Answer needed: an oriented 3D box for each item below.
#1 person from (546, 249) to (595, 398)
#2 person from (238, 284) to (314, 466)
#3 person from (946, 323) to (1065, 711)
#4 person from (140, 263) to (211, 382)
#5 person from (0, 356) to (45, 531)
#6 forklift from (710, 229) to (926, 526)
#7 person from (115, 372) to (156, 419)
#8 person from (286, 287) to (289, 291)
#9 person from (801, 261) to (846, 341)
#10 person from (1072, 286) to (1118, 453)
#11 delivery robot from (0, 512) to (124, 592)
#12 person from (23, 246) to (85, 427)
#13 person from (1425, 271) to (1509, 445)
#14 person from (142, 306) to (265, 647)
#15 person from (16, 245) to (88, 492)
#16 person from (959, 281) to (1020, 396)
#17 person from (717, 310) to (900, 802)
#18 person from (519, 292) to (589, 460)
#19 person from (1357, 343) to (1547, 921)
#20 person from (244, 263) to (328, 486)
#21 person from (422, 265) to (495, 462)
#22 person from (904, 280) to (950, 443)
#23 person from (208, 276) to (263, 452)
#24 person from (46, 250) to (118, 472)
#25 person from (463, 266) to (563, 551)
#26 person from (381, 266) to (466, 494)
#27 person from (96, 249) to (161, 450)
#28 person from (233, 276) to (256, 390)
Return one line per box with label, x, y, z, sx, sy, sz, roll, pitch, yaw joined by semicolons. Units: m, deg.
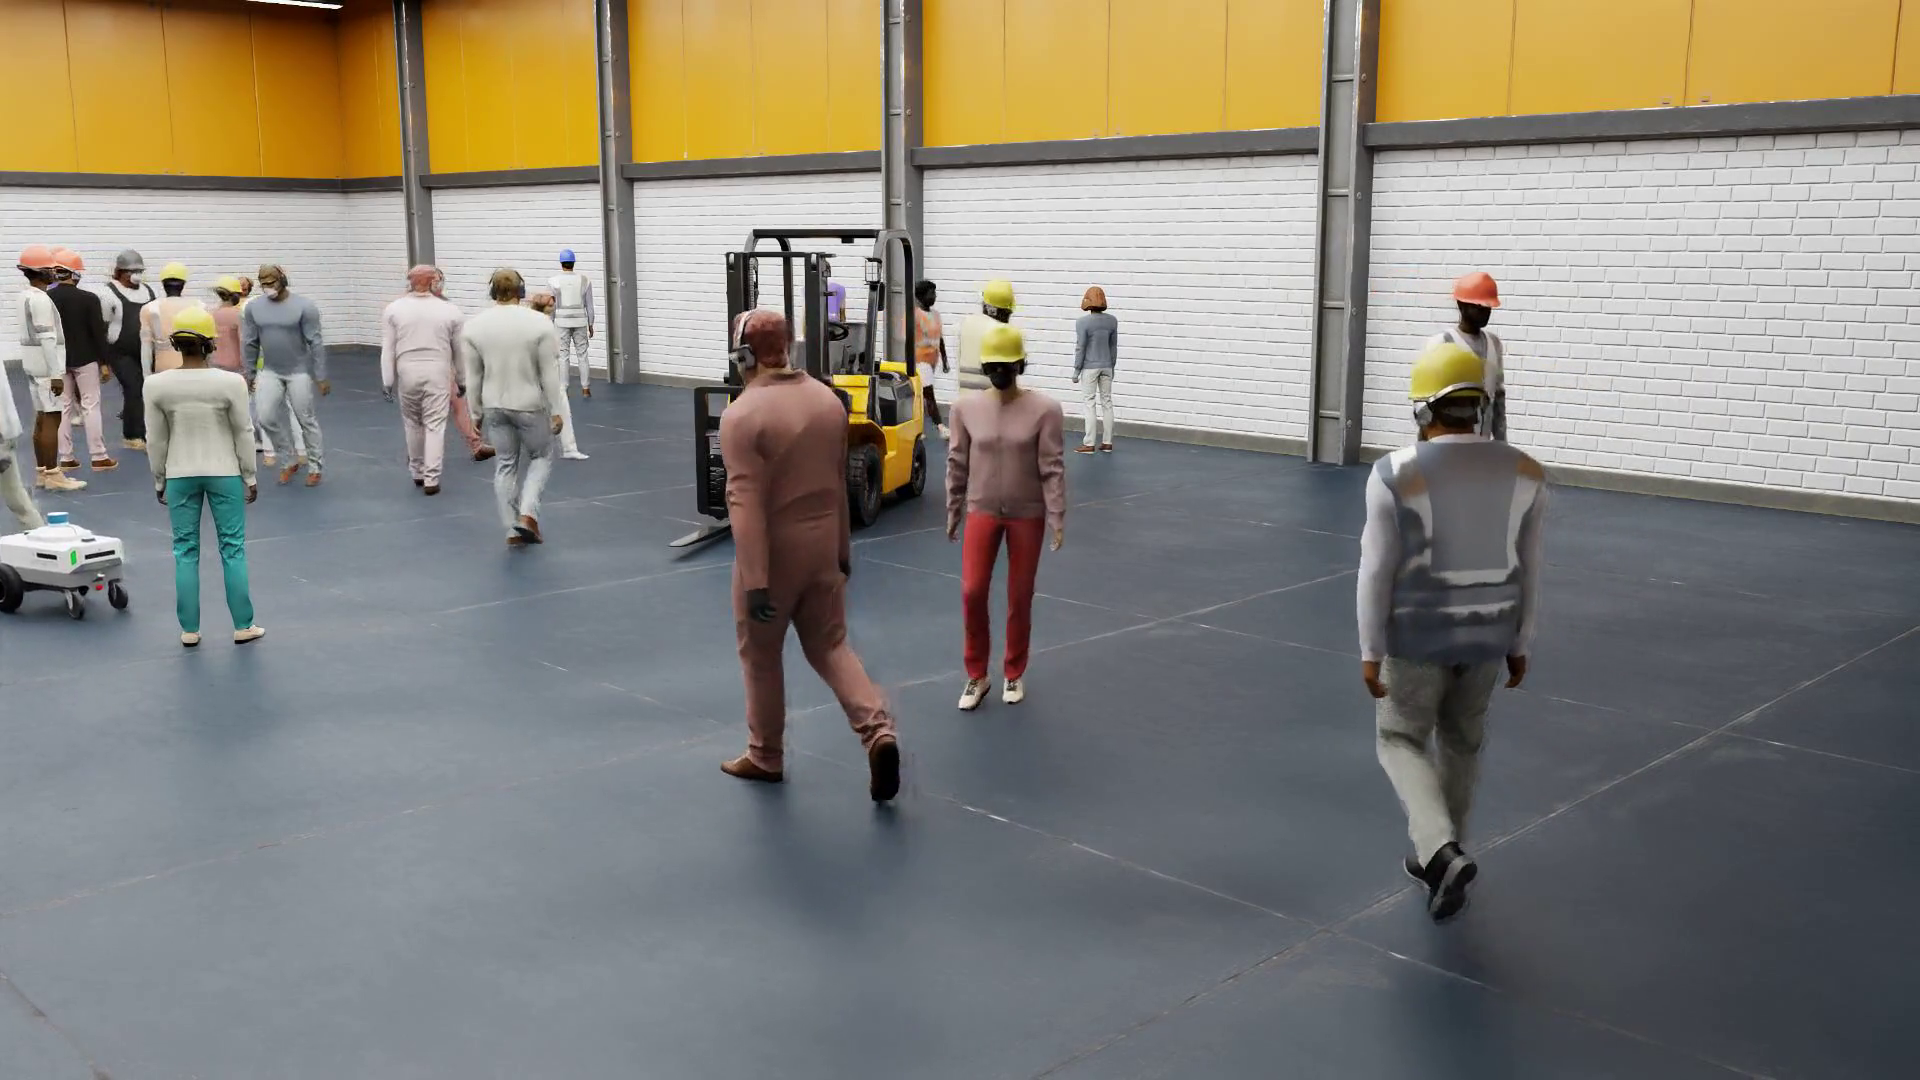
person;-5.122;-2.839;21.882;0.614;1.943;0.405;-4;11;-21
person;-6.321;-1.605;15.443;0.627;1.844;0.429;-3;11;-18
person;0.197;-0.091;7.456;0.549;1.744;0.588;1;10;6
person;-6.978;-1.517;14.851;0.594;1.873;0.969;-5;12;-27
person;-5.867;-0.588;9.965;0.763;1.816;0.549;-4;11;-20
forklift;-1.050;-1.319;12.920;1.214;2.155;2.313;2;11;13
person;-9.421;-2.269;19.147;0.987;1.832;0.511;6;12;29
person;-11.617;-3.848;28.321;0.519;1.596;0.765;2;11;12
person;-1.636;-2.449;20.039;0.567;1.843;0.386;-5;11;-25
person;1.325;-1.665;16.333;0.499;1.634;0.279;-6;12;-31
delivery robot;-5.114;0.085;9.467;0.707;0.478;0.477;6;12;27
person;-9.960;-2.226;18.365;0.628;2.006;0.493;-7;13;-34
person;2.979;-0.604;9.750;0.549;1.929;0.494;-6;12;-30
person;-3.928;-0.322;8.651;0.526;1.768;0.314;-2;11;-12
person;-7.600;-1.421;13.876;0.370;2.045;0.614;-9;14;-40
person;0.196;-1.069;12.678;0.446;1.790;0.636;-7;13;-35
person;-0.591;0.070;6.261;0.854;1.868;0.653;8;13;38
person;-4.002;-1.549;15.788;0.822;1.602;0.512;3;11;17
person;1.522;0.302;5.143;0.592;1.807;0.625;-1;10;-7
person;-5.689;-1.381;14.057;0.755;1.897;0.560;1;10;3
person;-4.779;-1.608;15.419;0.978;1.853;0.658;4;11;20
person;-0.268;-1.823;17.094;0.819;1.655;0.553;7;12;33
person;-7.041;-1.686;16.159;0.546;1.735;0.797;2;11;12
person;-8.016;-1.614;15.068;0.614;1.993;0.395;0;10;-1
person;-3.009;-0.881;11.262;0.660;1.924;0.432;1;10;3
person;-4.474;-1.346;13.951;0.676;1.862;0.928;-3;11;-14
person;-8.043;-1.871;16.345;0.980;2.000;0.696;4;11;21
person;-8.588;-2.355;20.068;0.514;1.644;0.307;1;10;4
